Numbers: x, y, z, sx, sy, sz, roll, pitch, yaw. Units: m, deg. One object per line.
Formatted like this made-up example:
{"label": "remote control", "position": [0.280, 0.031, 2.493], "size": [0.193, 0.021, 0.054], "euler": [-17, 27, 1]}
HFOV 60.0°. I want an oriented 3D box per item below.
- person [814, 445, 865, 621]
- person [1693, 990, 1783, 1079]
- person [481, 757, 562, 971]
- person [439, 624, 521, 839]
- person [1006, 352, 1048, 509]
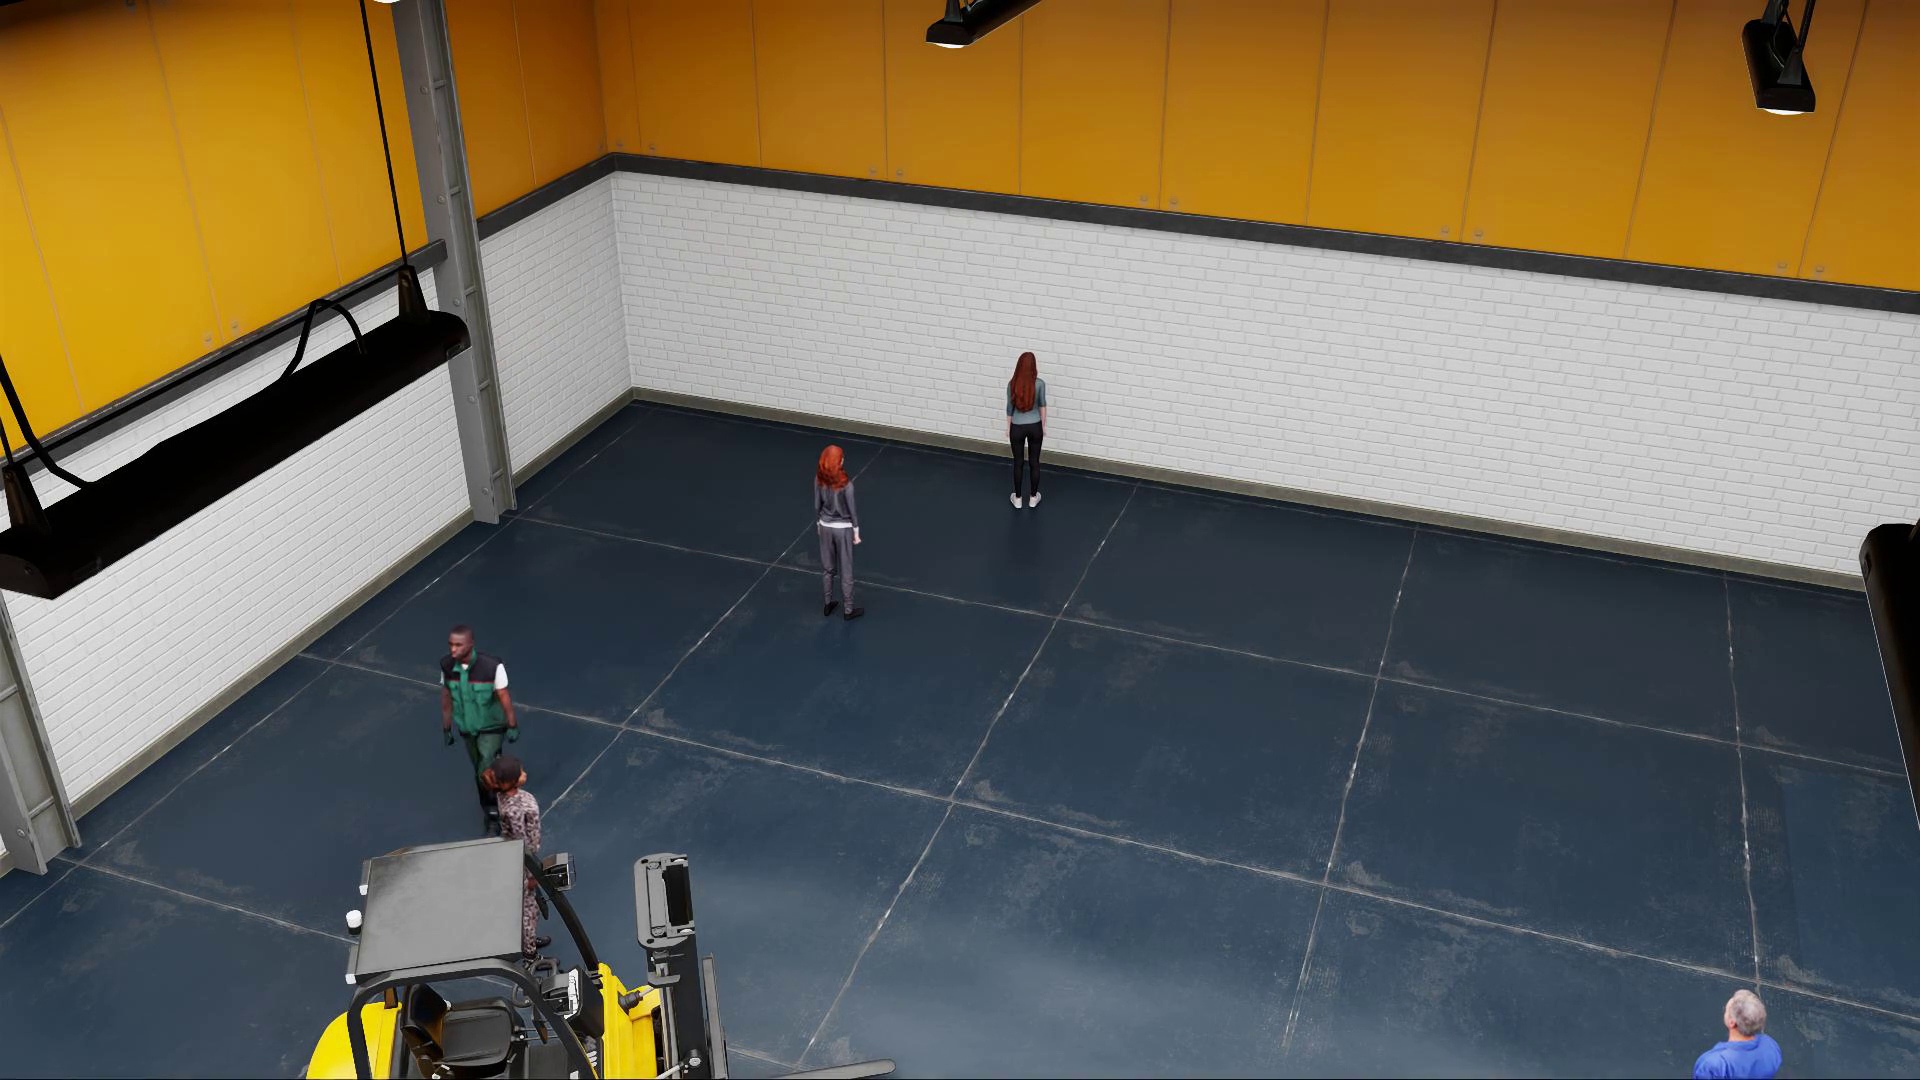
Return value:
{"label": "person", "position": [-1.145, -0.075, 15.471], "size": [0.610, 1.780, 0.531], "euler": [14, 32, 24]}
{"label": "person", "position": [4.228, 3.280, 9.274], "size": [0.778, 1.825, 0.823], "euler": [-11, 31, -20]}
{"label": "person", "position": [-3.003, 2.195, 11.378], "size": [0.734, 1.714, 0.669], "euler": [-11, 31, -20]}
{"label": "person", "position": [-3.623, 1.389, 12.743], "size": [0.742, 1.822, 0.830], "euler": [7, 29, 13]}
{"label": "person", "position": [0.695, -1.157, 17.493], "size": [0.657, 1.743, 0.651], "euler": [0, 29, 0]}
